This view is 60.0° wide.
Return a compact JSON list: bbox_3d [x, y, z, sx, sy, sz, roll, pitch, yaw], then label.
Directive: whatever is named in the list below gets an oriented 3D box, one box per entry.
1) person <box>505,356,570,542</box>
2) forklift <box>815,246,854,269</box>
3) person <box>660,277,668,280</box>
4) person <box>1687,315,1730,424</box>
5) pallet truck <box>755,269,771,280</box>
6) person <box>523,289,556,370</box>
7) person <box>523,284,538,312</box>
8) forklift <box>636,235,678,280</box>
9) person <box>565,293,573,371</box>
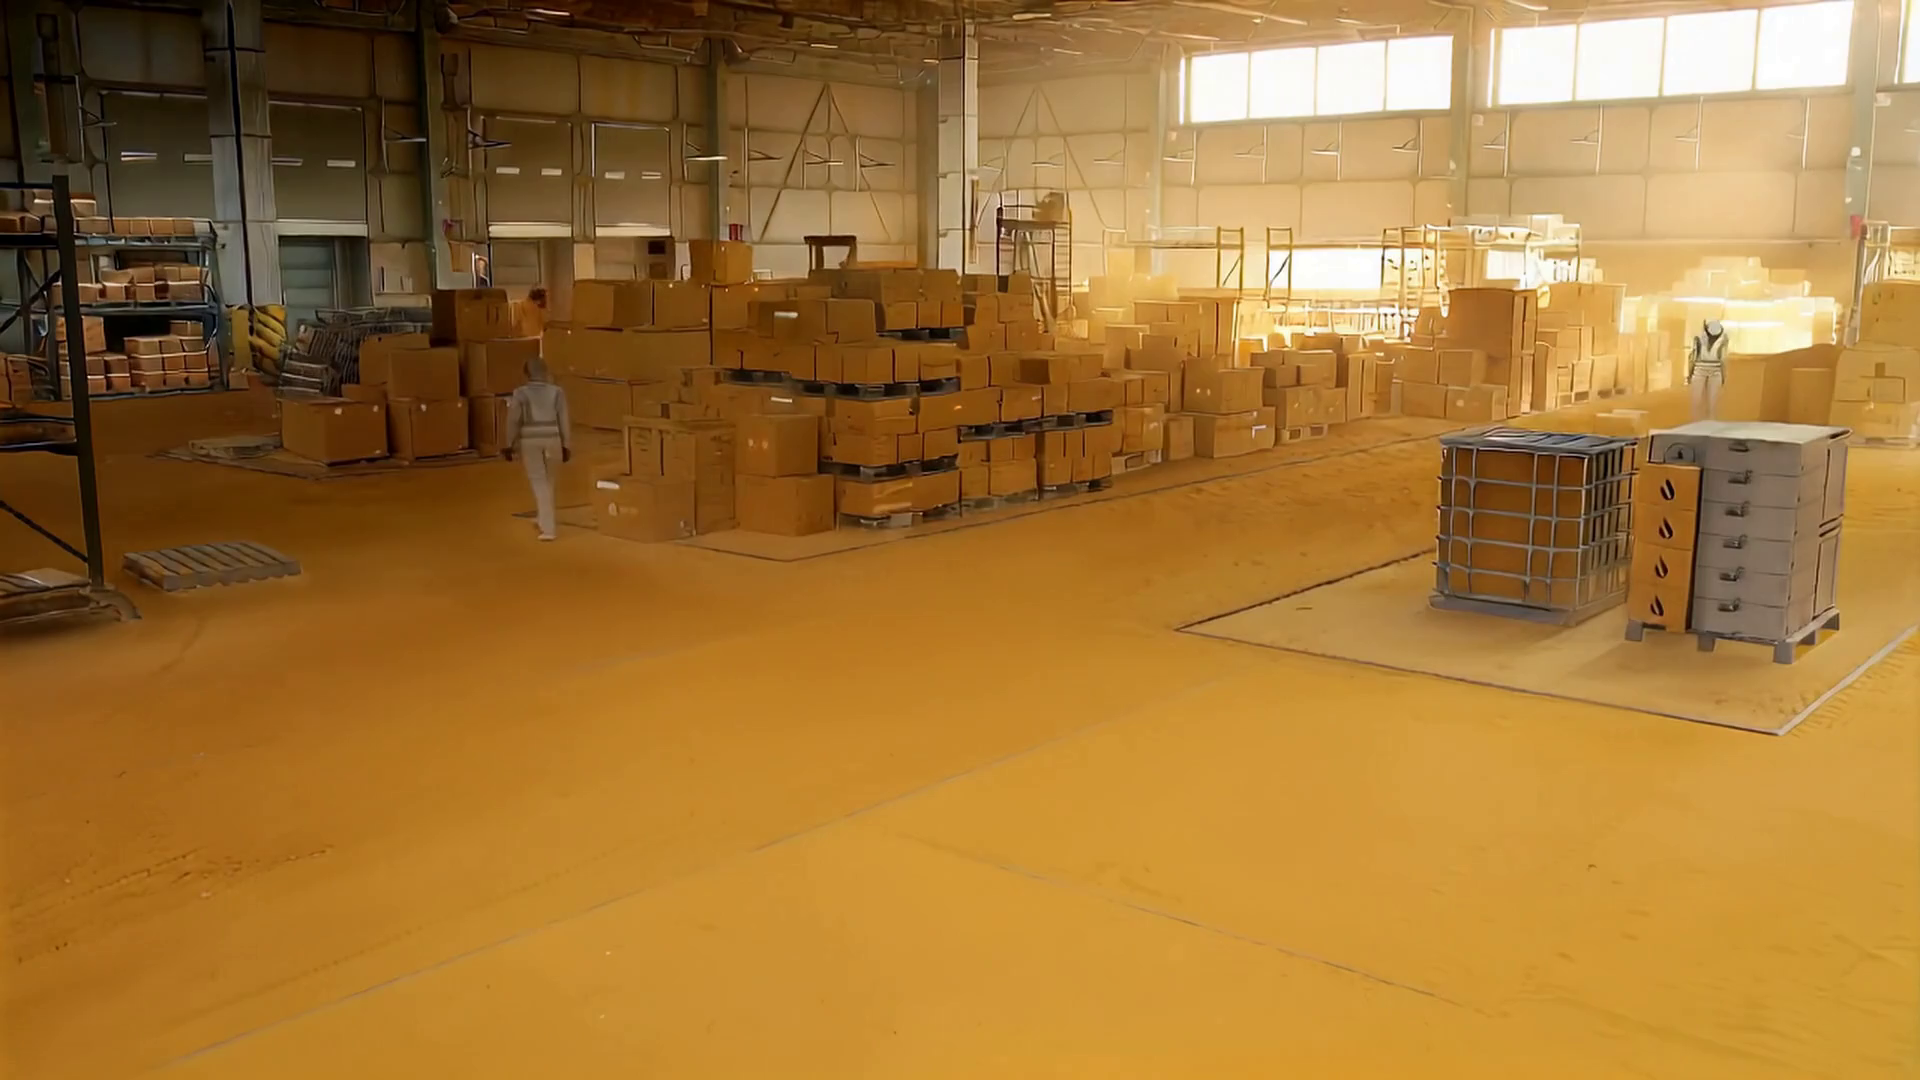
[{"bbox_3d":[-3.719,-0.807,14.617,0.528,1.594,0.844,-6,12,-32],"label":"person"},{"bbox_3d":[-2.844,-5.557,38.030,1.129,2.768,1.873,1,10,3],"label":"forklift"},{"bbox_3d":[-6.376,-4.706,35.914,0.636,1.928,0.391,-5,11,-26],"label":"person"},{"bbox_3d":[10.344,-2.285,22.994,0.542,1.617,0.602,5,11,28],"label":"person"},{"bbox_3d":[-4.996,-6.432,45.525,1.885,1.965,0.823,-6,12,-32],"label":"pallet truck"},{"bbox_3d":[-6.682,-3.076,26.703,0.599,1.888,0.891,3,10,17],"label":"person"},{"bbox_3d":[-9.992,-5.149,39.074,0.319,1.697,0.533,9,13,42],"label":"person"},{"bbox_3d":[-6.681,-5.358,36.900,1.873,2.768,1.129,8,13,40],"label":"forklift"},{"bbox_3d":[-5.953,-2.974,26.076,0.630,1.924,0.514,6,12,30],"label":"person"}]
